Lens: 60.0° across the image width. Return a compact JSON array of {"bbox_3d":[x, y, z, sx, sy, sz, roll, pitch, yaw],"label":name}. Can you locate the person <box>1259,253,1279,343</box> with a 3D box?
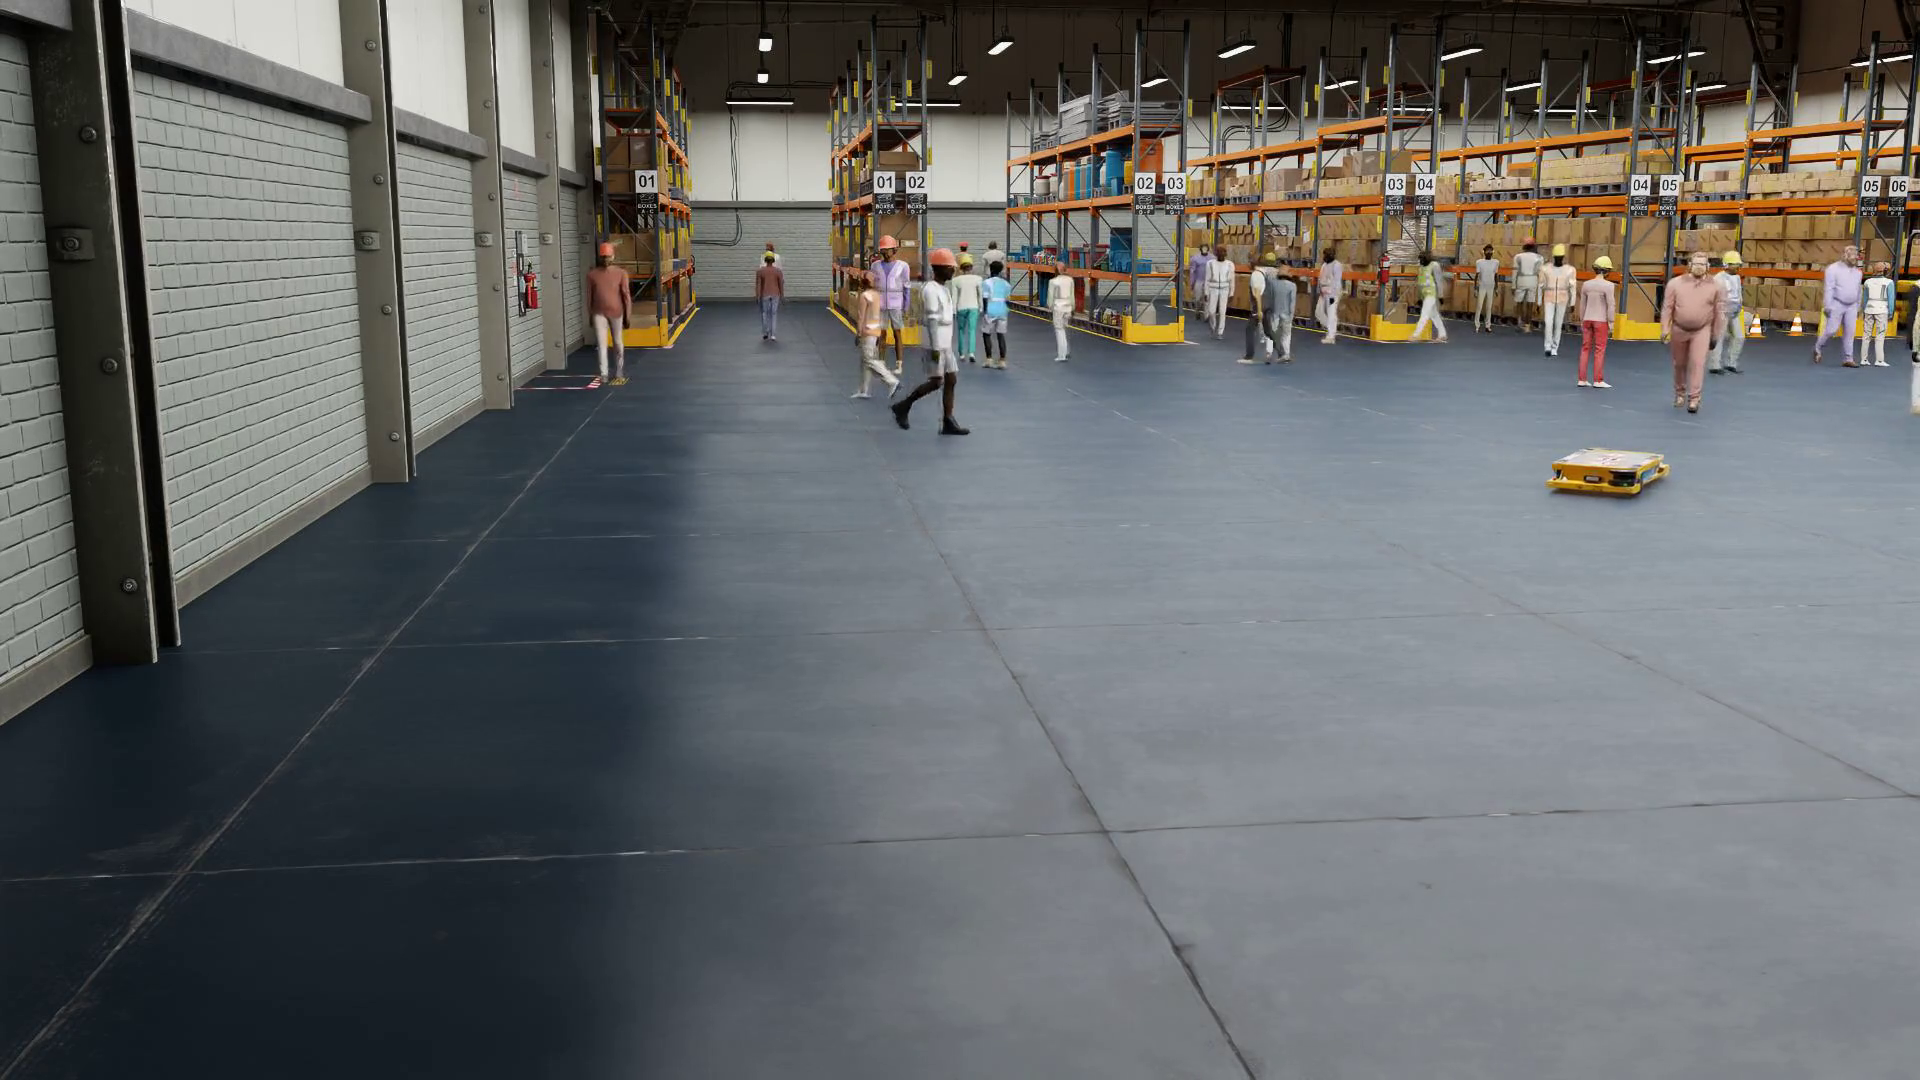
[{"bbox_3d":[5.937,-4.677,32.127,0.497,1.713,0.713,2,11,12],"label":"person"}]

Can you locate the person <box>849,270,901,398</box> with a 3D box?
[{"bbox_3d":[-1.068,-2.547,20.740,0.687,1.622,0.520,3,11,15],"label":"person"}]

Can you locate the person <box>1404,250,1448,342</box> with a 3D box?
[{"bbox_3d":[9.065,-4.695,32.076,0.990,1.778,0.661,-2,11,-13],"label":"person"}]

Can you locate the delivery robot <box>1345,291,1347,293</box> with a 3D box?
[{"bbox_3d":[11.125,-7.302,49.442,0.707,0.478,0.477,0,10,-1],"label":"delivery robot"}]

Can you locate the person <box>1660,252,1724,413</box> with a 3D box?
[{"bbox_3d":[8.585,-2.450,19.535,0.641,1.863,0.978,5,12,27],"label":"person"}]

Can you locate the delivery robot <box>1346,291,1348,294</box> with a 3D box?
[{"bbox_3d":[11.728,-7.265,49.241,0.477,0.478,0.707,9,13,40],"label":"delivery robot"}]

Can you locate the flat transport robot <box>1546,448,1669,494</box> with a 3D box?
[{"bbox_3d":[5.315,-0.575,13.600,0.652,0.197,1.431,7,12,33],"label":"flat transport robot"}]

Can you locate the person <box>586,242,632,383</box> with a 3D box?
[{"bbox_3d":[-4.949,-3.221,23.502,0.627,1.964,0.930,-1,10,-5],"label":"person"}]

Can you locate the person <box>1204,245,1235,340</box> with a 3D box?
[{"bbox_3d":[5.120,-4.877,32.787,0.600,1.868,0.416,2,10,8],"label":"person"}]

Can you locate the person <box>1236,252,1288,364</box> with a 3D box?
[{"bbox_3d":[4.873,-3.677,26.474,0.816,1.801,0.532,7,12,33],"label":"person"}]

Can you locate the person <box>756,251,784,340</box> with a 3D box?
[{"bbox_3d":[-3.761,-4.833,32.923,0.546,1.734,0.795,-1,10,-8],"label":"person"}]

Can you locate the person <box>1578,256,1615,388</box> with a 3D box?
[{"bbox_3d":[8.597,-2.929,22.412,0.328,1.765,0.532,-6,12,-29],"label":"person"}]

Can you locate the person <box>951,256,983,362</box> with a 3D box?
[{"bbox_3d":[0.119,-3.771,27.141,0.525,1.723,0.903,0,10,1],"label":"person"}]

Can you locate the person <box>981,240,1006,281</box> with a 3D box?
[{"bbox_3d":[0.920,-7.181,45.264,0.671,1.929,0.438,0,10,0],"label":"person"}]

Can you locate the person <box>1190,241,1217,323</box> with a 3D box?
[{"bbox_3d":[5.797,-6.134,39.564,0.634,1.926,0.524,1,10,5],"label":"person"}]

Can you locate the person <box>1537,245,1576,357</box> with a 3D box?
[{"bbox_3d":[10.106,-4.038,28.172,0.613,1.871,0.974,3,11,17],"label":"person"}]

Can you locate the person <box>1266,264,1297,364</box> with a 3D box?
[{"bbox_3d":[5.118,-3.615,26.614,0.501,1.602,0.788,6,12,29],"label":"person"}]

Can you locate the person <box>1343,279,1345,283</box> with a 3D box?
[{"bbox_3d":[10.672,-7.556,47.512,0.606,1.867,0.963,-1,10,-8],"label":"person"}]

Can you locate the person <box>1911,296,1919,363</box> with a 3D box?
[{"bbox_3d":[10.282,-2.015,17.312,0.603,1.799,0.714,1,10,4],"label":"person"}]

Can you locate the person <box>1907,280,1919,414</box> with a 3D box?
[{"bbox_3d":[11.146,-2.336,19.013,0.685,1.822,0.438,0,10,1],"label":"person"}]

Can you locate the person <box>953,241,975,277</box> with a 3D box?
[{"bbox_3d":[0.132,-7.276,45.842,0.552,1.901,0.841,3,11,18],"label":"person"}]

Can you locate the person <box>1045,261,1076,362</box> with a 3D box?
[{"bbox_3d":[1.612,-3.721,27.095,0.527,1.622,0.478,-8,13,-36],"label":"person"}]

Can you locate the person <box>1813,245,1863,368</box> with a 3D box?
[{"bbox_3d":[13.791,-3.651,26.012,0.690,1.890,0.680,-2,10,-10],"label":"person"}]

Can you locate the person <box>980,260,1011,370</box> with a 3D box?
[{"bbox_3d":[0.574,-3.442,25.470,0.548,1.658,0.508,-5,12,-28],"label":"person"}]

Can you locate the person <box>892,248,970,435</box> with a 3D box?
[{"bbox_3d":[-0.291,-2.020,17.018,0.716,1.915,0.553,4,11,21],"label":"person"}]

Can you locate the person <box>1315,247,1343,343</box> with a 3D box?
[{"bbox_3d":[7.033,-4.656,31.700,0.440,1.829,0.625,-3,11,-16],"label":"person"}]

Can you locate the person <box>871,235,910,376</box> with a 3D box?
[{"bbox_3d":[-1.041,-3.422,24.347,0.615,2.041,0.388,3,11,15],"label":"person"}]

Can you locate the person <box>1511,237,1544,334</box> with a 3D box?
[{"bbox_3d":[11.964,-5.356,35.008,0.693,2.021,0.571,3,11,18],"label":"person"}]

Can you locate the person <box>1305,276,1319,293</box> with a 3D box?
[{"bbox_3d":[10.161,-7.525,47.450,0.570,1.841,0.745,-2,10,-9],"label":"person"}]

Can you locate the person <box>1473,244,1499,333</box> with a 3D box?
[{"bbox_3d":[11.174,-5.333,35.298,0.534,1.869,0.311,0,10,0],"label":"person"}]

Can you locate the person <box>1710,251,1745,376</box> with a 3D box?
[{"bbox_3d":[11.229,-3.282,24.200,0.631,1.814,0.577,-7,13,-34],"label":"person"}]

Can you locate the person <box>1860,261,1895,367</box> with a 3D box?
[{"bbox_3d":[14.402,-3.542,26.111,0.307,1.641,0.514,-5,12,-27],"label":"person"}]

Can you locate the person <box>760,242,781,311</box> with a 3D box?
[{"bbox_3d":[-5.213,-7.179,45.424,0.580,1.869,0.414,5,12,26],"label":"person"}]
